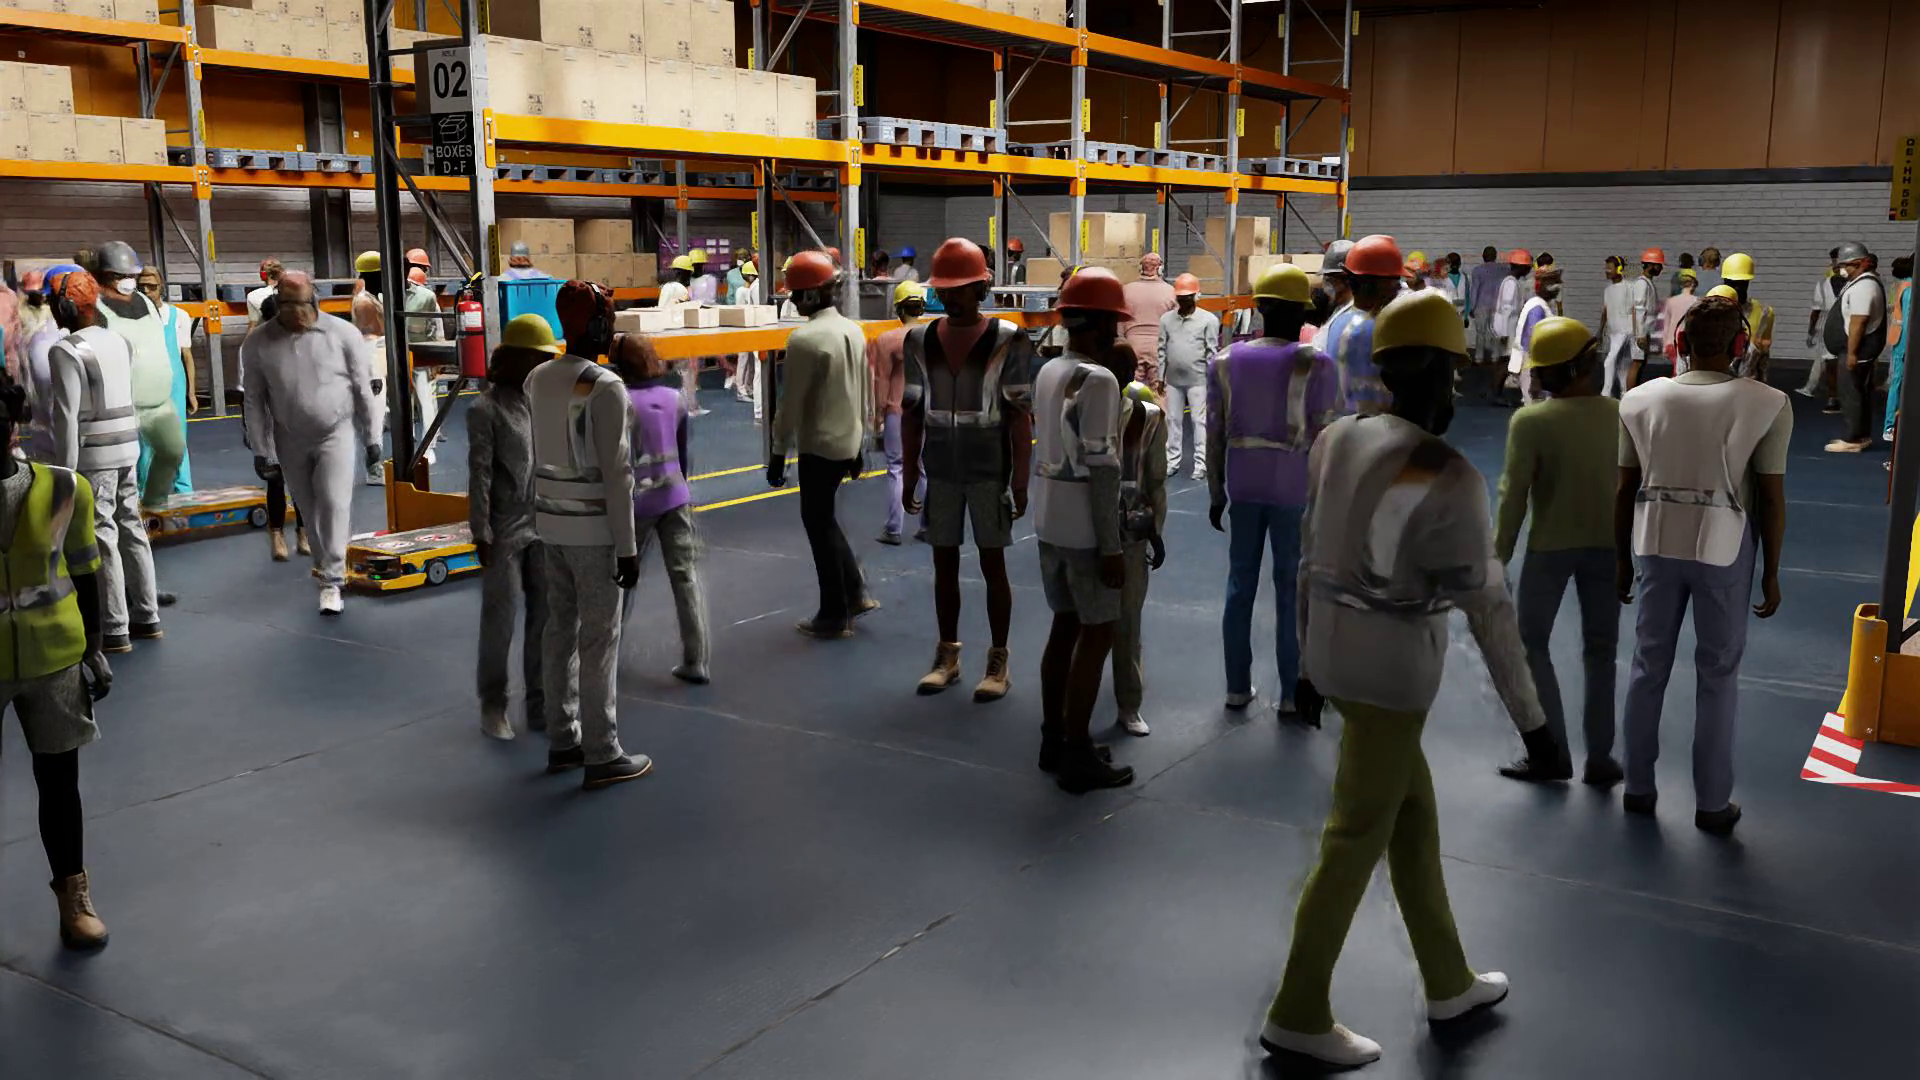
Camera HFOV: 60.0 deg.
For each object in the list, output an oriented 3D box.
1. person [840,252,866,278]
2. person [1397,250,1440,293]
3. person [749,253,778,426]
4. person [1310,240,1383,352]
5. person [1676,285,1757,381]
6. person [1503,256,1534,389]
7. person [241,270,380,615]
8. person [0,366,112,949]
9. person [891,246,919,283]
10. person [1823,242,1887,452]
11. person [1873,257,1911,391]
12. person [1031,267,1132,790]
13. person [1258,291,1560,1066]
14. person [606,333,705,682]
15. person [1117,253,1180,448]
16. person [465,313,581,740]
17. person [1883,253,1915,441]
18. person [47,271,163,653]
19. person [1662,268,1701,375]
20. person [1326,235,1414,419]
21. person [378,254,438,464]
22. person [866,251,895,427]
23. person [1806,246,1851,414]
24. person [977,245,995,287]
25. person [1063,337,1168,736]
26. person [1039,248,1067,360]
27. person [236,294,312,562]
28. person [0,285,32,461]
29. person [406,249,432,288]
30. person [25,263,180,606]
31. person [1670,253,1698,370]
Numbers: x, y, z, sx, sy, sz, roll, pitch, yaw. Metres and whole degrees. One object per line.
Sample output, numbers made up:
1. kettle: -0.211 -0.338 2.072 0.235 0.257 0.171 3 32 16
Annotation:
1. person: -1.797 -3.763 26.869 0.638 1.906 0.745 4 11 21
2. person: 5.777 -2.703 21.025 0.596 1.900 0.873 -2 11 -13
3. person: -2.136 -2.183 18.160 0.345 1.883 0.584 -1 10 -5
4. person: 2.288 -0.789 10.000 0.535 2.000 0.683 2 10 10
5. person: 4.701 -0.709 10.378 0.487 1.746 0.287 9 13 40
6. person: 7.656 -2.999 22.810 0.344 1.839 0.505 7 13 35
7. person: -3.519 -0.518 9.011 0.664 1.851 0.893 -2 10 -9
8. person: -2.656 0.351 4.638 0.539 1.695 0.318 -8 13 -38
9. person: -0.861 -3.604 25.892 0.532 1.930 0.621 -8 13 -37
10. person: 8.568 -1.859 15.931 0.555 2.000 0.711 6 12 32
11. person: 12.713 -2.886 22.286 0.778 1.813 0.630 0 10 -1
12. person: 0.467 -0.041 6.190 0.388 1.925 0.556 -4 11 -20
13. person: 1.072 0.349 4.108 0.783 1.887 0.651 -3 11 -15
14. person: -1.497 -0.156 7.719 0.850 1.589 0.550 9 13 40
15. person: 1.841 -1.830 16.185 0.636 1.900 0.400 3 11 14
16. person: -1.779 -0.045 6.777 0.354 1.745 0.502 7 13 36
17. person: 9.564 -1.954 16.804 0.374 1.915 0.596 6 12 29
18. person: -4.247 -0.380 8.206 0.356 1.876 0.574 1 10 4
19. person: 7.940 -2.141 18.407 0.739 1.721 0.552 -4 11 -22
20. person: 1.895 -0.401 7.843 0.397 2.044 0.609 0 10 1
21. person: -4.994 -1.626 15.020 0.584 1.911 0.389 -1 10 -4
22. person: -0.819 -2.117 17.740 0.597 1.909 0.405 -9 14 -42
23. person: 10.126 -2.409 19.230 0.663 1.941 0.651 -8 13 -36
24. person: 0.320 -3.145 23.291 0.374 1.958 0.606 1 10 7
25. person: 0.593 -0.008 6.784 0.513 1.641 0.307 -1 10 -7
26. person: 1.295 -2.844 21.625 0.531 1.951 0.646 -7 12 -34
27. person: -4.221 -0.703 10.501 0.558 1.675 0.614 -6 12 -32
28. person: -8.793 -1.643 15.095 0.409 1.913 0.642 6 12 32
29. person: -6.118 -2.311 18.776 0.390 1.925 0.546 -9 13 -40
30. person: -4.882 -0.538 9.014 0.964 1.908 0.645 -1 10 -7
31. person: 11.365 -3.553 25.930 0.590 1.816 0.532 -8 13 -37
